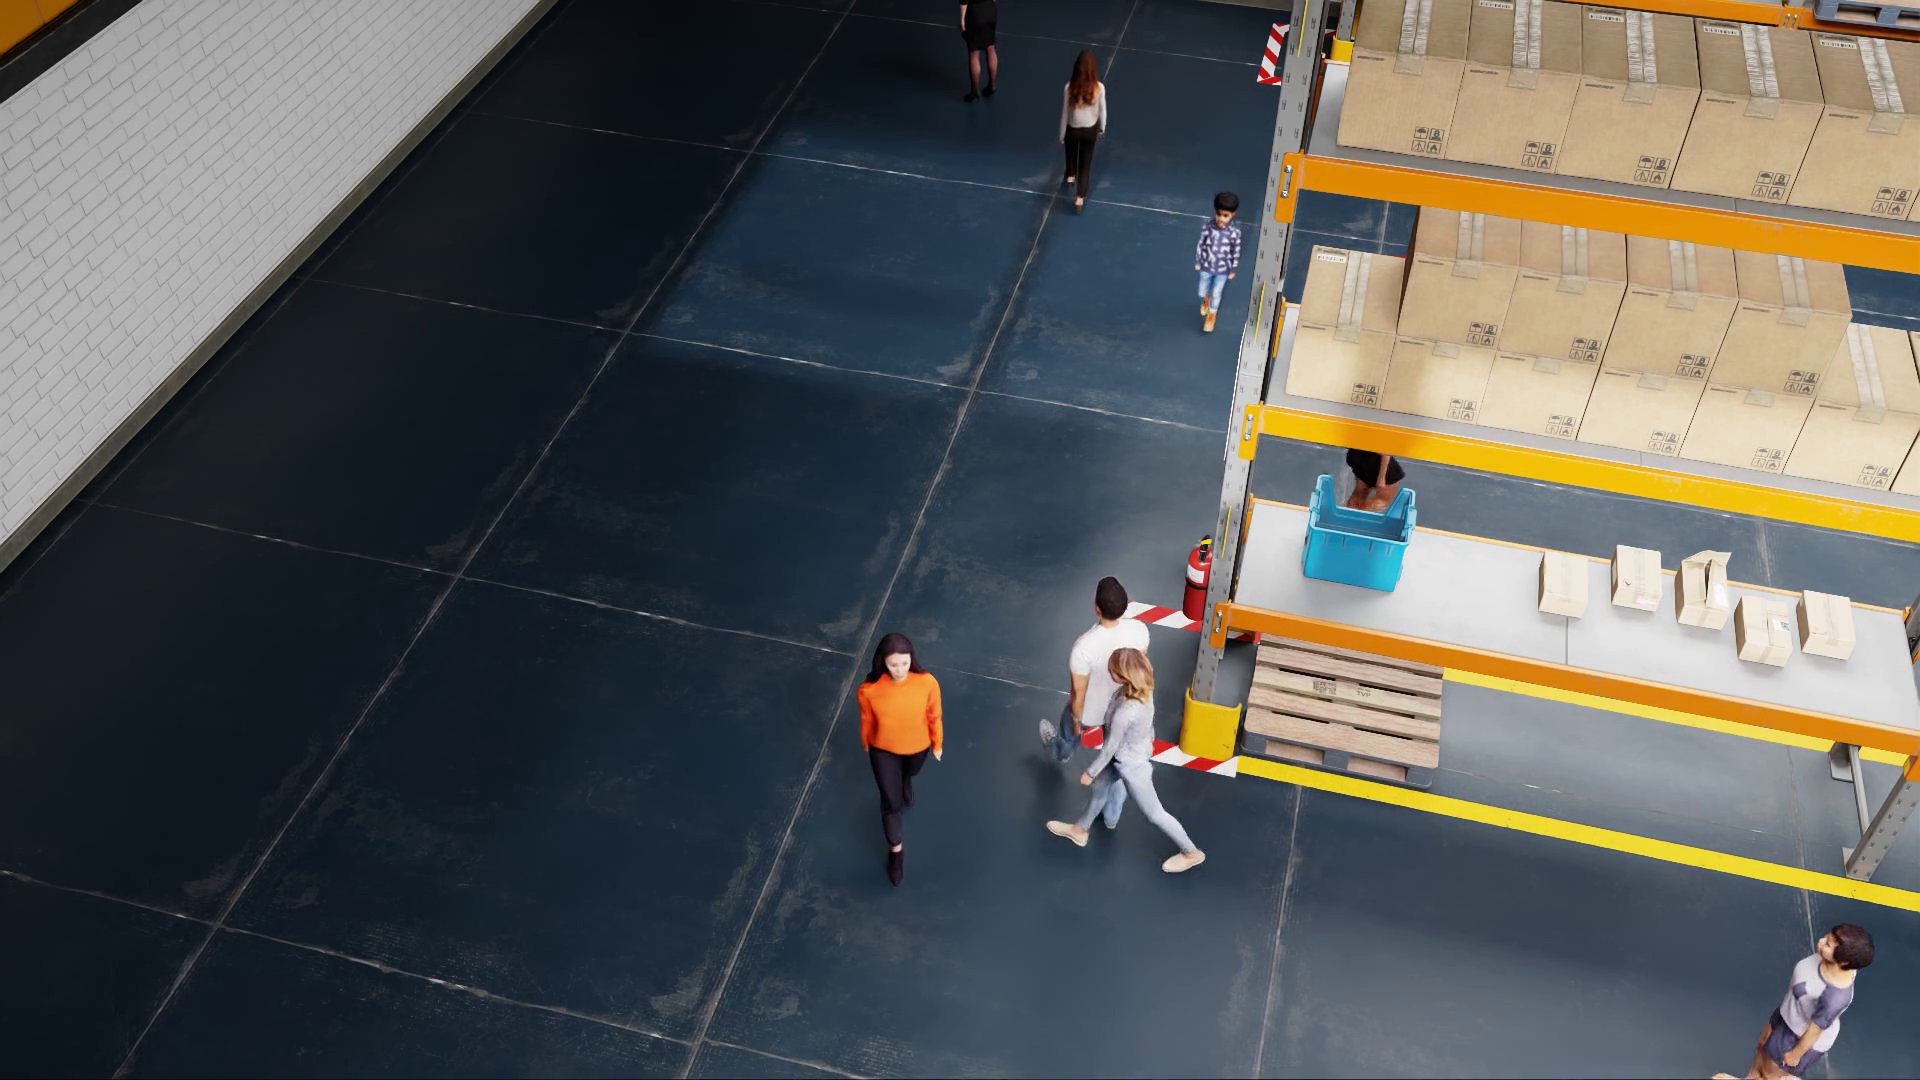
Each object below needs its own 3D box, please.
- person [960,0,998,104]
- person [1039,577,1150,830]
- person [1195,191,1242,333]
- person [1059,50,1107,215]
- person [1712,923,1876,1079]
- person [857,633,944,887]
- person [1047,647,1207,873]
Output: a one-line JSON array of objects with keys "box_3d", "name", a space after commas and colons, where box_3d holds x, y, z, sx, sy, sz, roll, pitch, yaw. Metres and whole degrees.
[{"box_3d": [0.195, -5.069, 16.179, 0.657, 1.703, 0.698, -25, 49, -24], "name": "person"}, {"box_3d": [0.869, 1.007, 9.713, 1.140, 1.823, 1.132, -16, 46, -16], "name": "person"}, {"box_3d": [2.110, -2.306, 13.610, 0.531, 1.245, 0.568, 13, 45, 13], "name": "person"}, {"box_3d": [1.082, -3.591, 14.806, 0.863, 1.456, 0.751, 1, 44, 1], "name": "person"}, {"box_3d": [4.319, 2.466, 8.379, 0.798, 1.550, 0.627, 17, 46, 17], "name": "person"}, {"box_3d": [-0.351, 1.115, 9.666, 1.059, 1.732, 0.960, -7, 44, -7], "name": "person"}, {"box_3d": [1.058, 1.299, 9.462, 1.212, 1.748, 0.678, 13, 45, 13], "name": "person"}]
